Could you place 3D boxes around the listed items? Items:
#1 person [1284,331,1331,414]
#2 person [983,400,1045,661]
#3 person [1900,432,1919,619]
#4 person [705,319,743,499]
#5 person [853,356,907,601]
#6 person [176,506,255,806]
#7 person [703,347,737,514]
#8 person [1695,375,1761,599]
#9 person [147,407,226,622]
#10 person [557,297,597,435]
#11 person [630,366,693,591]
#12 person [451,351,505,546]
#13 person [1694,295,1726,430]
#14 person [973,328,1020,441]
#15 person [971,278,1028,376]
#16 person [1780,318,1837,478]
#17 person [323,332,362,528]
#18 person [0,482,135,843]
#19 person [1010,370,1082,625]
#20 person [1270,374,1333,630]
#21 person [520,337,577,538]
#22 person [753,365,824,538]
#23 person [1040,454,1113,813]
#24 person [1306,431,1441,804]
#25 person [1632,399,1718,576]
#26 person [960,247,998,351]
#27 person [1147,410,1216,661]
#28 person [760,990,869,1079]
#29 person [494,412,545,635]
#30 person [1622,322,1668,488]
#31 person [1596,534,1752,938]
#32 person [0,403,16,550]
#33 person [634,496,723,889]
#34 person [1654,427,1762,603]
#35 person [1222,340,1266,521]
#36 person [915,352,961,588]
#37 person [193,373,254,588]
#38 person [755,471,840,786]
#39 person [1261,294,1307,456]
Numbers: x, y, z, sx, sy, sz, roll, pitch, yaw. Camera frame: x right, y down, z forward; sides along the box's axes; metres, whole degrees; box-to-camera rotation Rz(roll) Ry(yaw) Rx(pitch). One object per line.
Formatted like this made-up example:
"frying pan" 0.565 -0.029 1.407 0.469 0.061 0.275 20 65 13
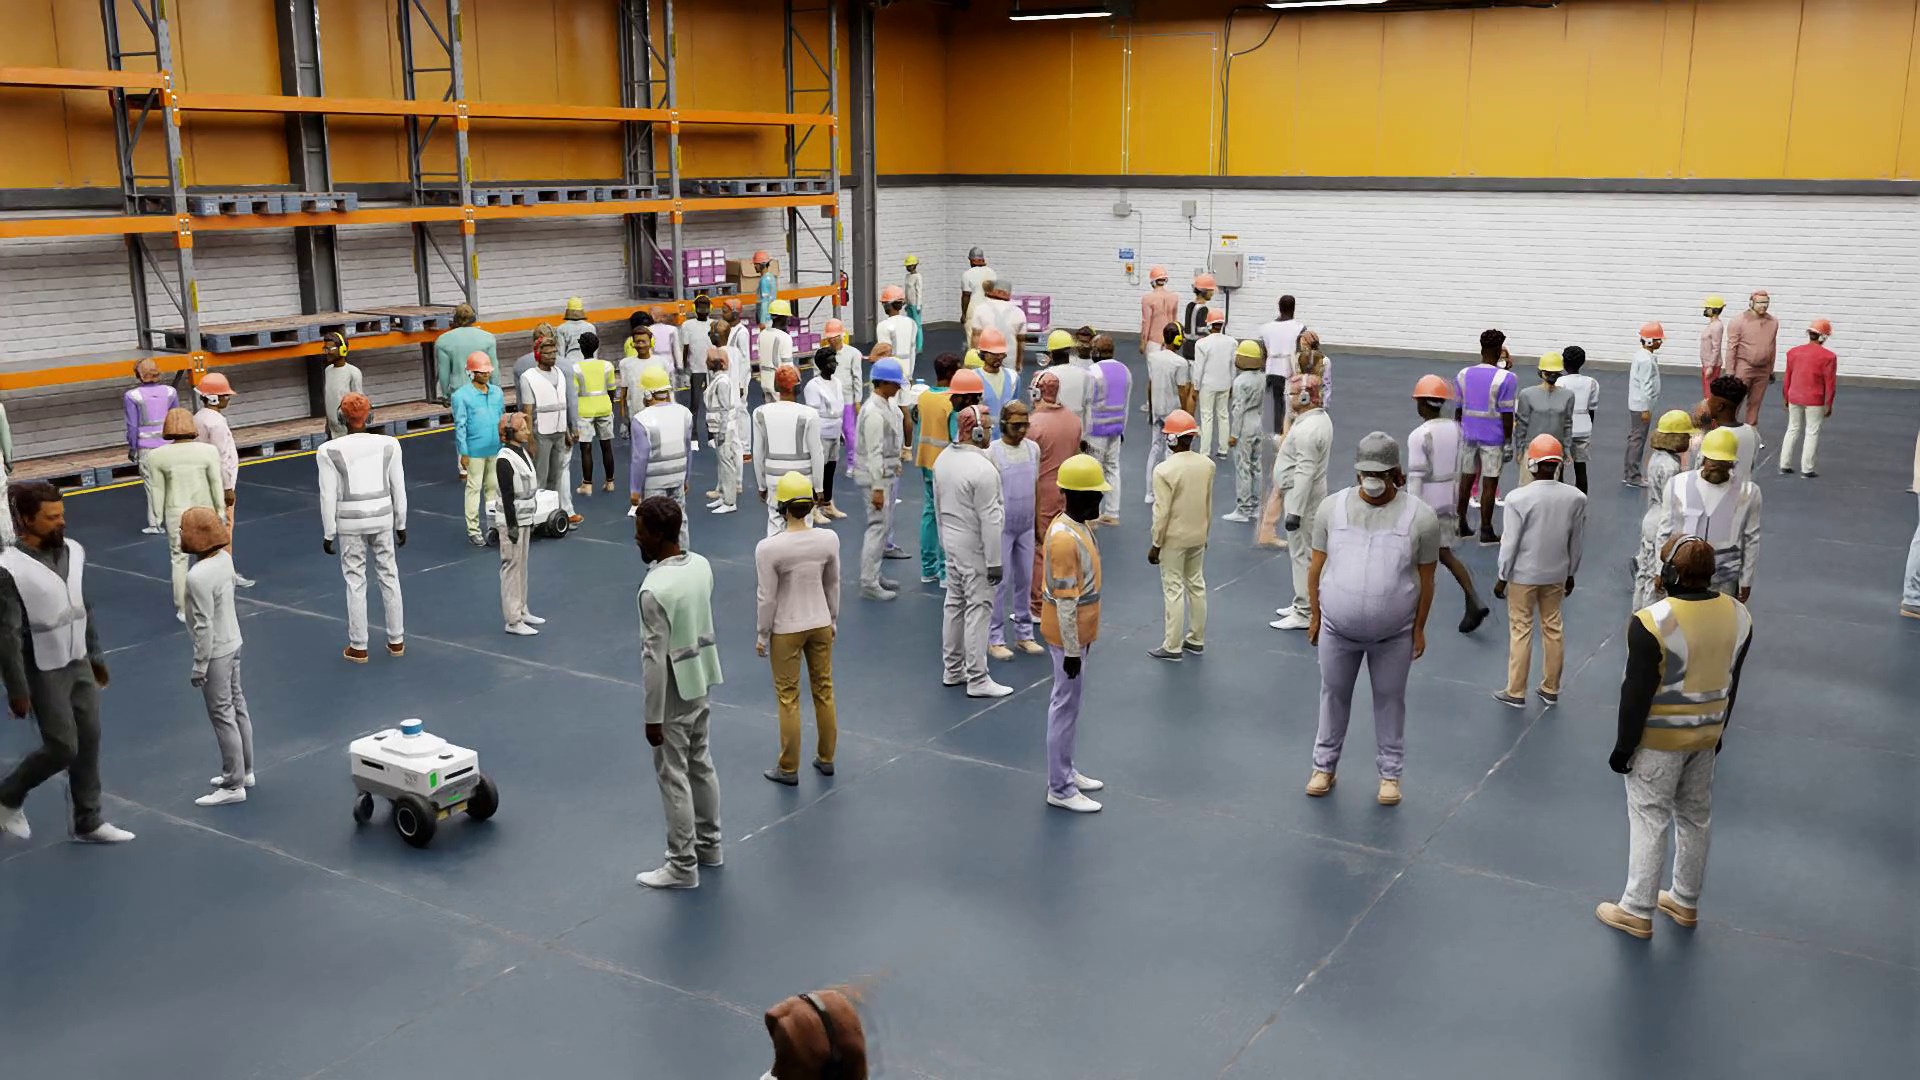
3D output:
"person" 3.738 -1.441 17.934 0.518 1.638 0.315 9 16 34
"person" 0.356 -0.070 11.572 0.519 1.836 0.343 -9 16 -34
"person" 7.441 -0.393 12.613 0.396 1.992 0.622 8 15 32
"person" -2.426 -1.336 17.032 0.345 1.846 0.508 6 14 23
"person" -0.633 -0.495 13.192 0.425 1.936 0.626 0 13 0
"person" -4.044 0.618 9.009 0.277 1.636 0.502 -2 13 -8
"person" -2.356 -1.082 16.370 0.313 1.644 0.513 -3 13 -14
"person" 5.369 -0.187 11.777 0.600 1.967 0.368 -10 16 -37
"person" -5.805 -0.185 12.526 0.503 1.628 0.275 -5 14 -20
"person" -4.797 -2.169 20.863 0.493 1.743 0.299 -5 14 -21
"person" -2.409 -0.483 13.348 0.403 1.837 0.589 10 17 38
"person" -4.309 -0.836 15.059 0.329 1.751 0.566 8 15 31
"person" 9.413 -2.190 20.907 0.315 1.770 0.524 4 14 16
"person" 0.277 -0.802 14.279 0.614 2.041 0.393 -8 15 -31
"person" 0.477 -2.291 20.742 0.720 2.000 0.673 -2 13 -7
"person" 9.293 -1.552 18.198 0.354 1.741 0.568 -9 15 -33
"person" -5.778 -1.012 15.573 0.514 1.872 0.328 8 15 31
"person" -4.578 0.638 8.350 0.581 1.898 0.602 2 13 7
"person" 0.620 -0.319 12.484 0.410 1.909 0.643 11 17 40
"person" 2.524 -0.286 12.344 0.409 1.908 0.639 5 14 19
"person" -3.830 -0.960 15.398 0.373 1.843 0.570 6 14 24
"person" -1.327 -0.430 13.019 0.574 1.883 0.356 4 14 16
"person" 0.620 0.489 8.933 0.370 1.927 0.588 2 13 7
"person" 2.204 0.421 8.979 0.684 2.000 0.538 5 14 20
"person" 5.713 -0.317 13.098 0.625 1.621 0.530 4 14 19
"person" 0.249 -3.730 26.984 0.673 2.000 0.536 -10 16 -36
"person" 1.517 -0.033 11.578 0.564 1.752 0.339 -10 16 -38
"person" -0.300 1.797 3.986 0.860 1.596 0.532 -9 16 -35
"person" -3.257 -0.128 12.236 0.311 1.642 0.512 0 13 -2
"person" 7.279 -1.440 17.679 0.329 1.751 0.571 3 13 14
"person" 3.175 0.875 7.450 0.627 1.844 0.429 -5 14 -21
"person" -8.545 -0.650 14.506 0.522 1.640 0.306 -10 16 -37
"person" -1.343 0.728 7.946 0.385 1.910 0.592 4 13 16
"person" 4.686 0.188 10.468 0.594 1.825 0.403 6 14 26
"person" 2.750 -1.053 16.022 0.285 1.746 0.492 11 17 38
"person" -0.149 -0.570 13.550 0.393 1.916 0.590 -9 16 -33
"person" -6.016 -0.487 13.550 0.343 1.749 0.572 -10 17 -38
"person" -0.906 0.492 9.275 0.525 1.769 0.316 -9 16 -35
"person" 3.764 -1.906 19.384 0.625 1.897 0.463 11 17 39
